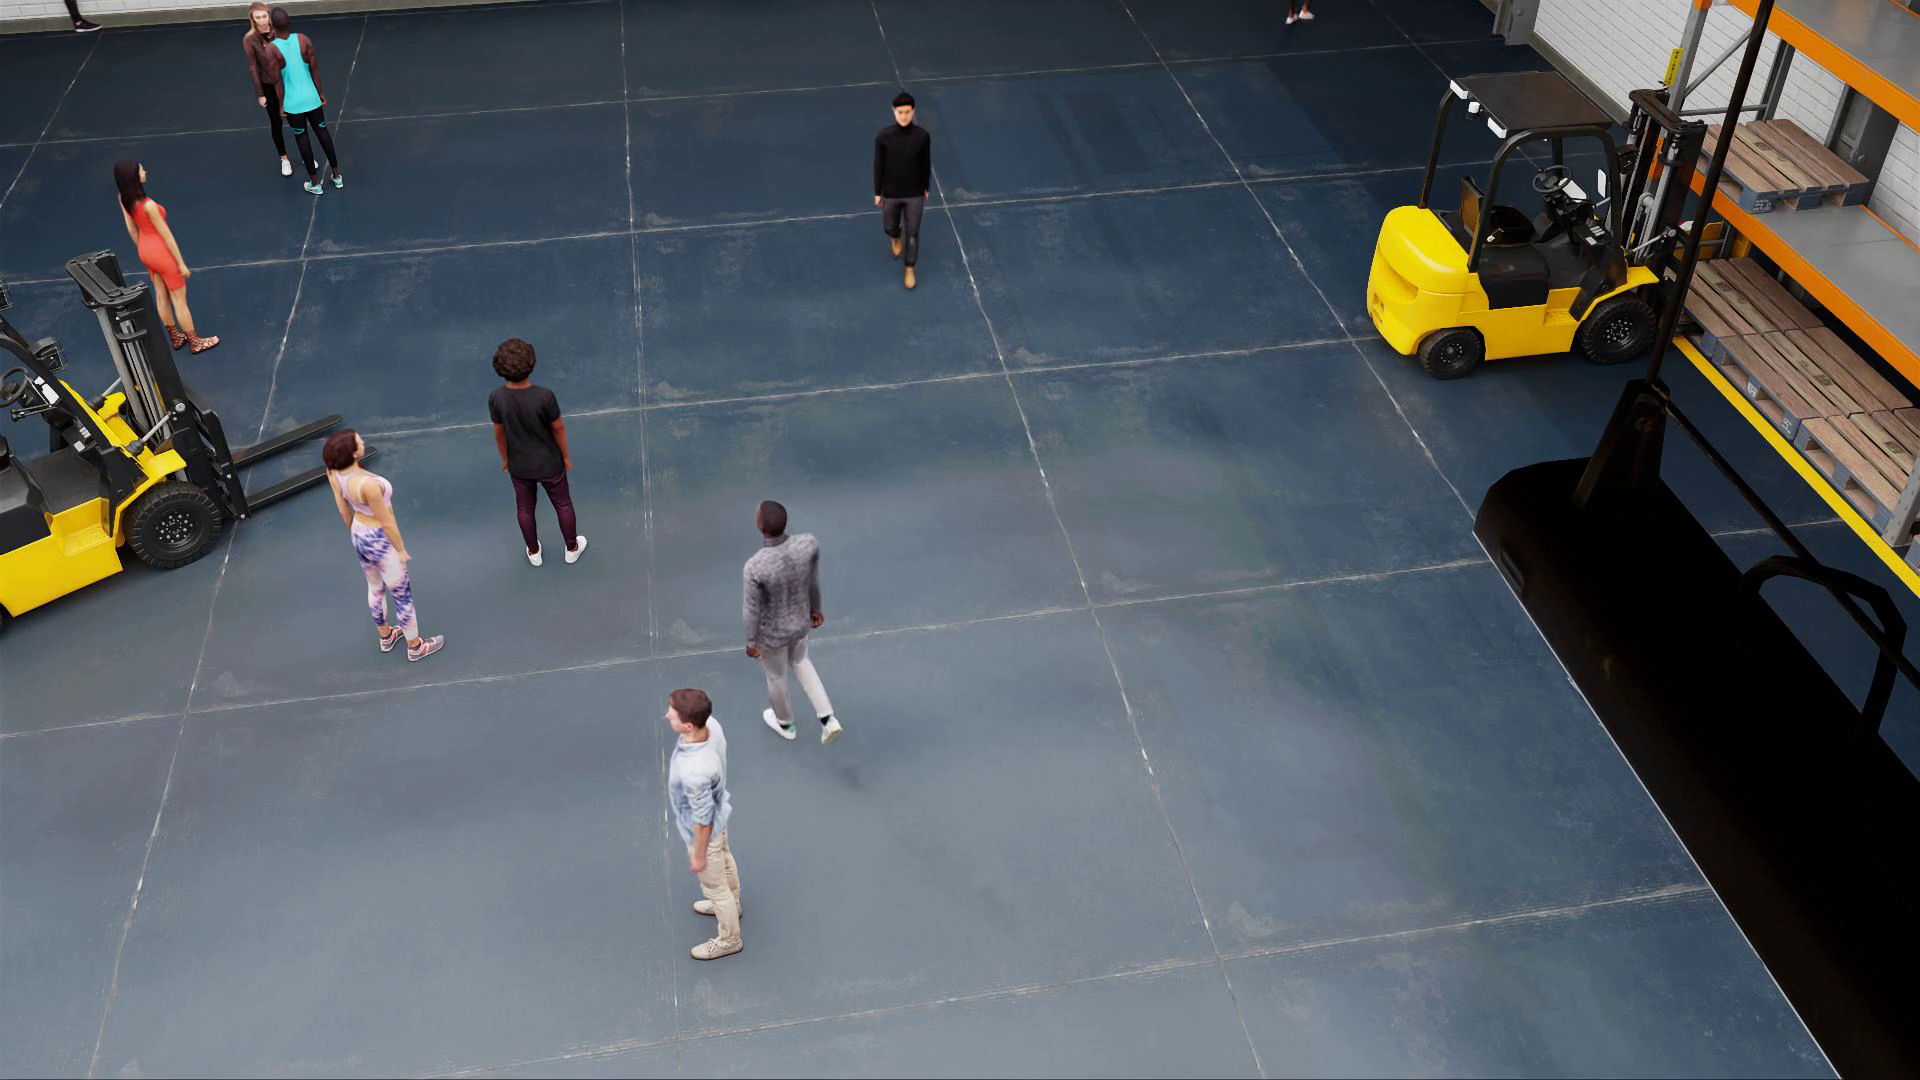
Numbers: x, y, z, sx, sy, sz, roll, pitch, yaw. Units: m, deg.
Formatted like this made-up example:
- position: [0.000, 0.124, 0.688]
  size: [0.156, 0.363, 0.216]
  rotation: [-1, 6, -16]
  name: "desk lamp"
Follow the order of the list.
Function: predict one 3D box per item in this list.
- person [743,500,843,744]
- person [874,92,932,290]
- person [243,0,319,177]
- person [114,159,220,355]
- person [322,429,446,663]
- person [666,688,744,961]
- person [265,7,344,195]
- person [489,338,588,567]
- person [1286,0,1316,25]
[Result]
- position: [-0.994, 0.552, 9.876]
  size: [0.947, 1.825, 1.041]
  rotation: [-30, 48, -32]
  name: "person"
- position: [-0.506, -3.104, 14.547]
  size: [0.746, 1.708, 0.983]
  rotation: [-1, 39, -1]
  name: "person"
- position: [-6.624, -4.409, 16.185]
  size: [0.671, 1.703, 0.641]
  rotation: [-22, 44, -26]
  name: "person"
- position: [-6.514, -2.303, 13.535]
  size: [0.673, 1.718, 0.707]
  rotation: [18, 42, 21]
  name: "person"
- position: [-3.707, 0.027, 10.579]
  size: [0.684, 1.767, 0.726]
  rotation: [19, 42, 22]
  name: "person"
- position: [-1.329, 1.474, 8.703]
  size: [0.736, 1.847, 0.516]
  rotation: [-2, 39, -2]
  name: "person"
- position: [-6.252, -4.169, 15.798]
  size: [0.683, 1.811, 0.674]
  rotation: [-26, 45, -29]
  name: "person"
- position: [-2.903, -0.582, 11.329]
  size: [0.633, 1.784, 0.577]
  rotation: [-4, 39, -5]
  name: "person"
- position: [3.924, -6.743, 19.165]
  size: [0.690, 1.630, 0.754]
  rotation: [26, 45, 28]
  name: "person"
